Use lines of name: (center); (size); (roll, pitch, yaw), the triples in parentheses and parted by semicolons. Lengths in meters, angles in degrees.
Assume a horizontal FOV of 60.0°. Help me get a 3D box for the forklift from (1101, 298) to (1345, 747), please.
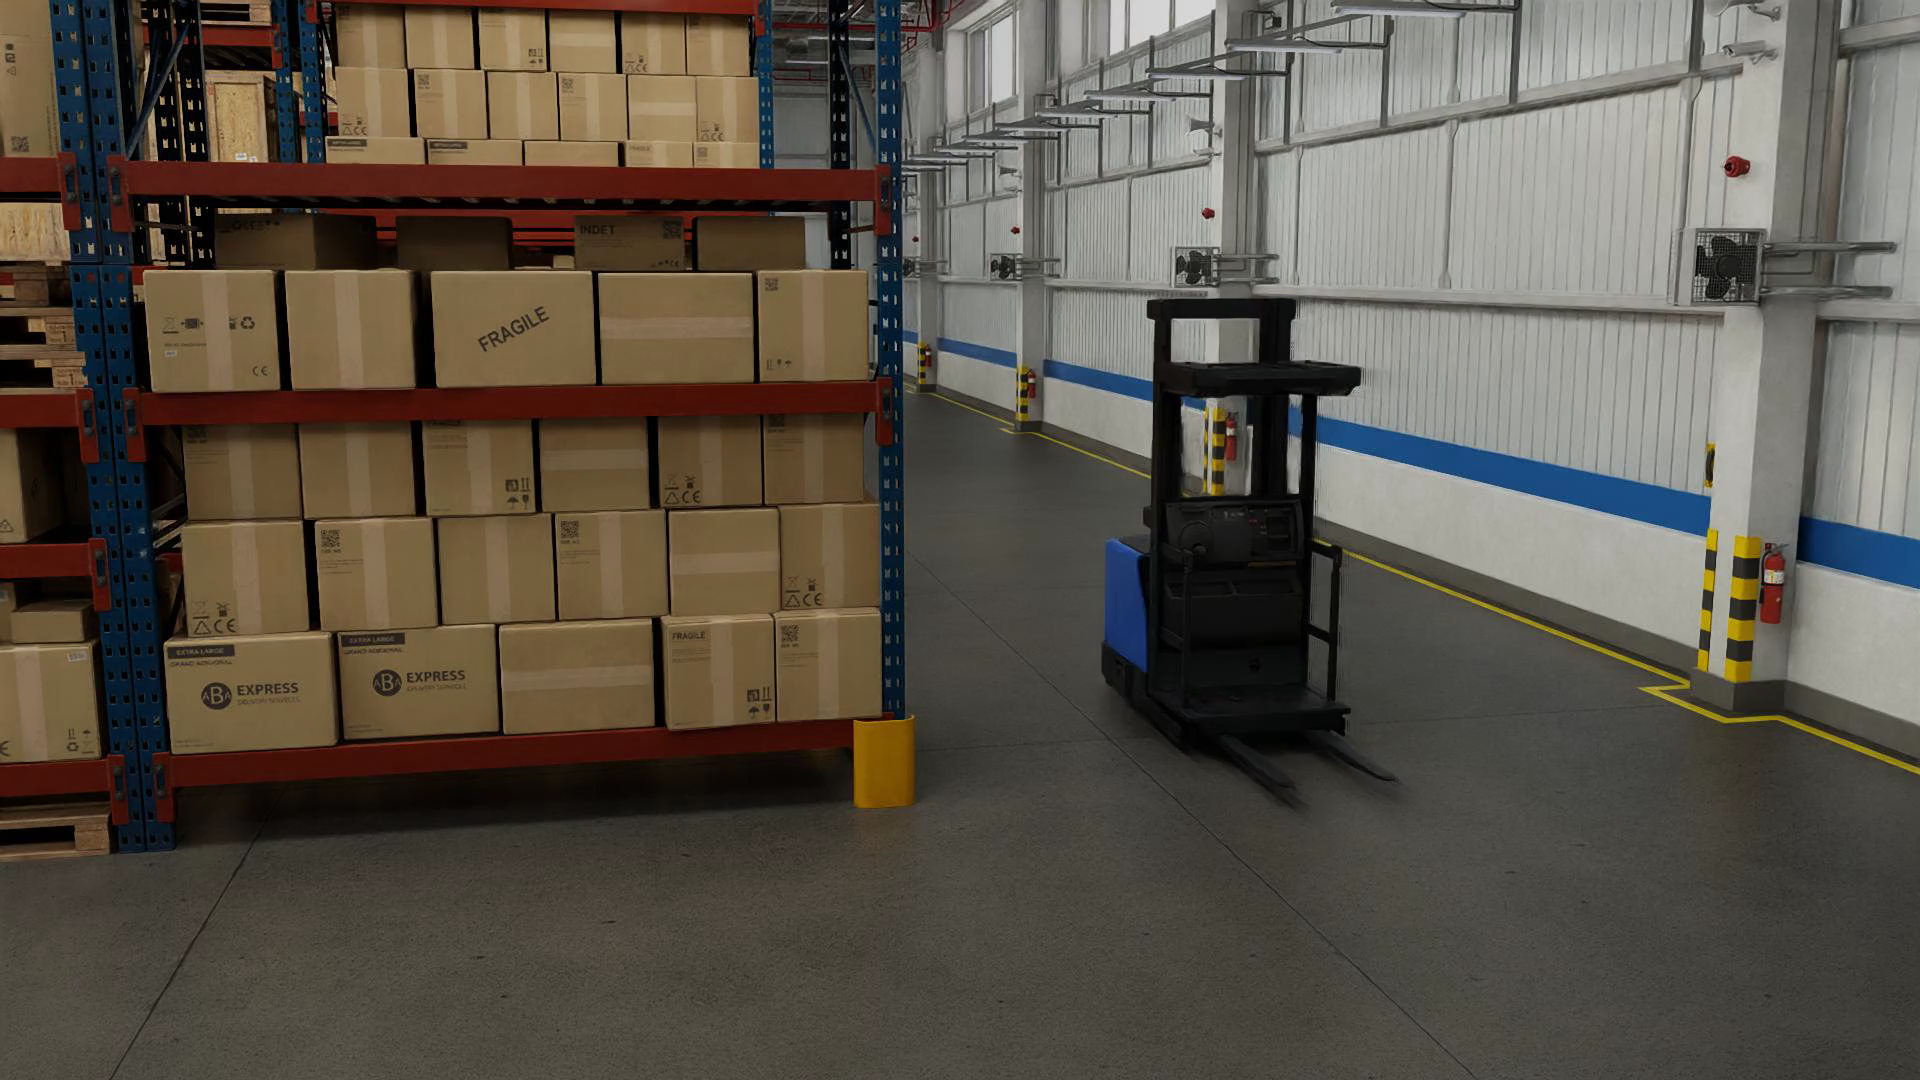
forklift: (1.721, -0.230, 11.201); (1.129, 2.768, 1.873); (-2, 10, -12)

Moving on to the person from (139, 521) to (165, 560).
person: (-6.725, -0.074, 13.764); (0.617, 1.721, 0.522); (-2, 10, -13)
